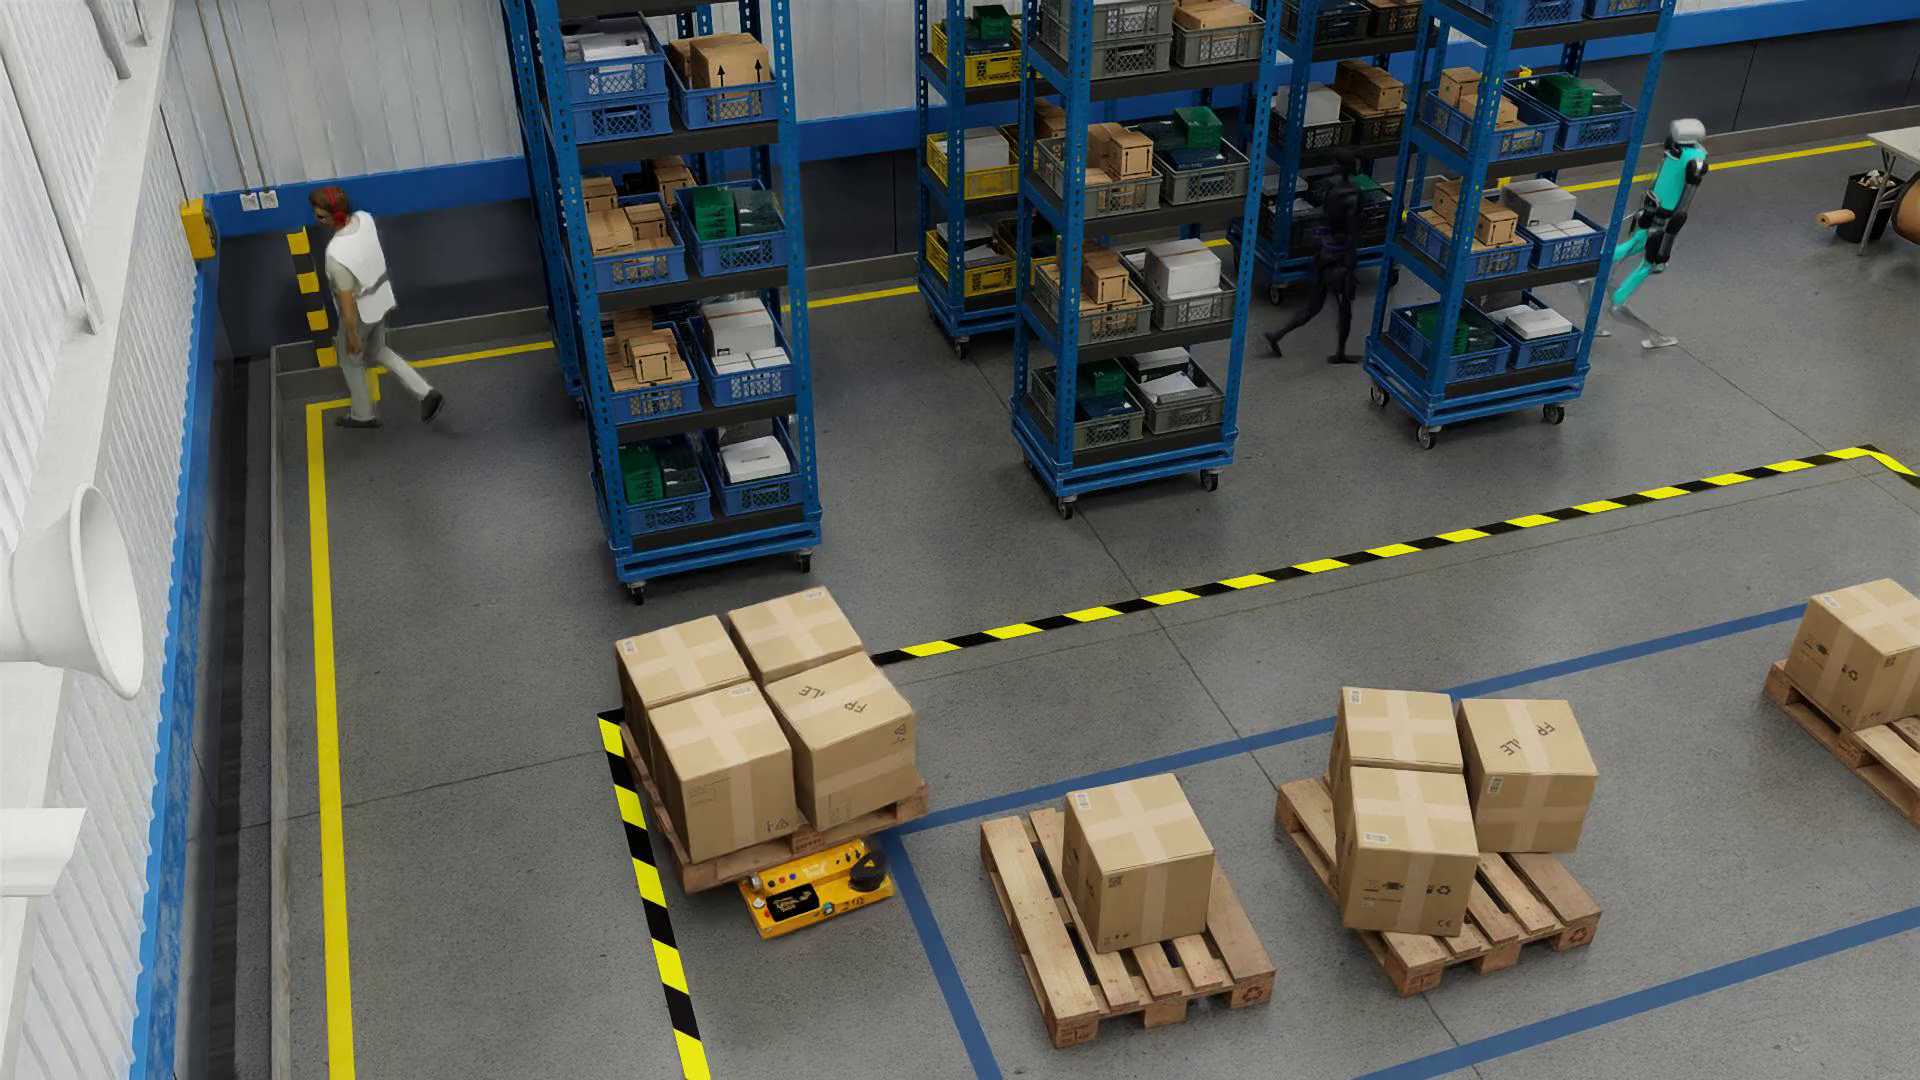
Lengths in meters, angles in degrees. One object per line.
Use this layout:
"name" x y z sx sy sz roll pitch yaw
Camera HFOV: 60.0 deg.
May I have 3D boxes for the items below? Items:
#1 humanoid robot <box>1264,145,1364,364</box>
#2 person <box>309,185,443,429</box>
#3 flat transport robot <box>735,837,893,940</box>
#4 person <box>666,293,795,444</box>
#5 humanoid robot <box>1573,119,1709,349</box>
"humanoid robot" 2.572 -1.978 11.667 0.693 1.647 0.584 -4 35 -5
"person" -3.897 -1.490 10.832 0.717 1.800 0.593 7 36 9
"flat transport robot" -0.908 1.304 8.182 0.652 0.197 1.431 -15 38 -20
"person" -1.551 -1.401 10.802 0.945 1.685 0.487 -6 36 -8
"humanoid robot" 4.774 -2.118 11.789 0.940 1.759 0.544 0 35 0
